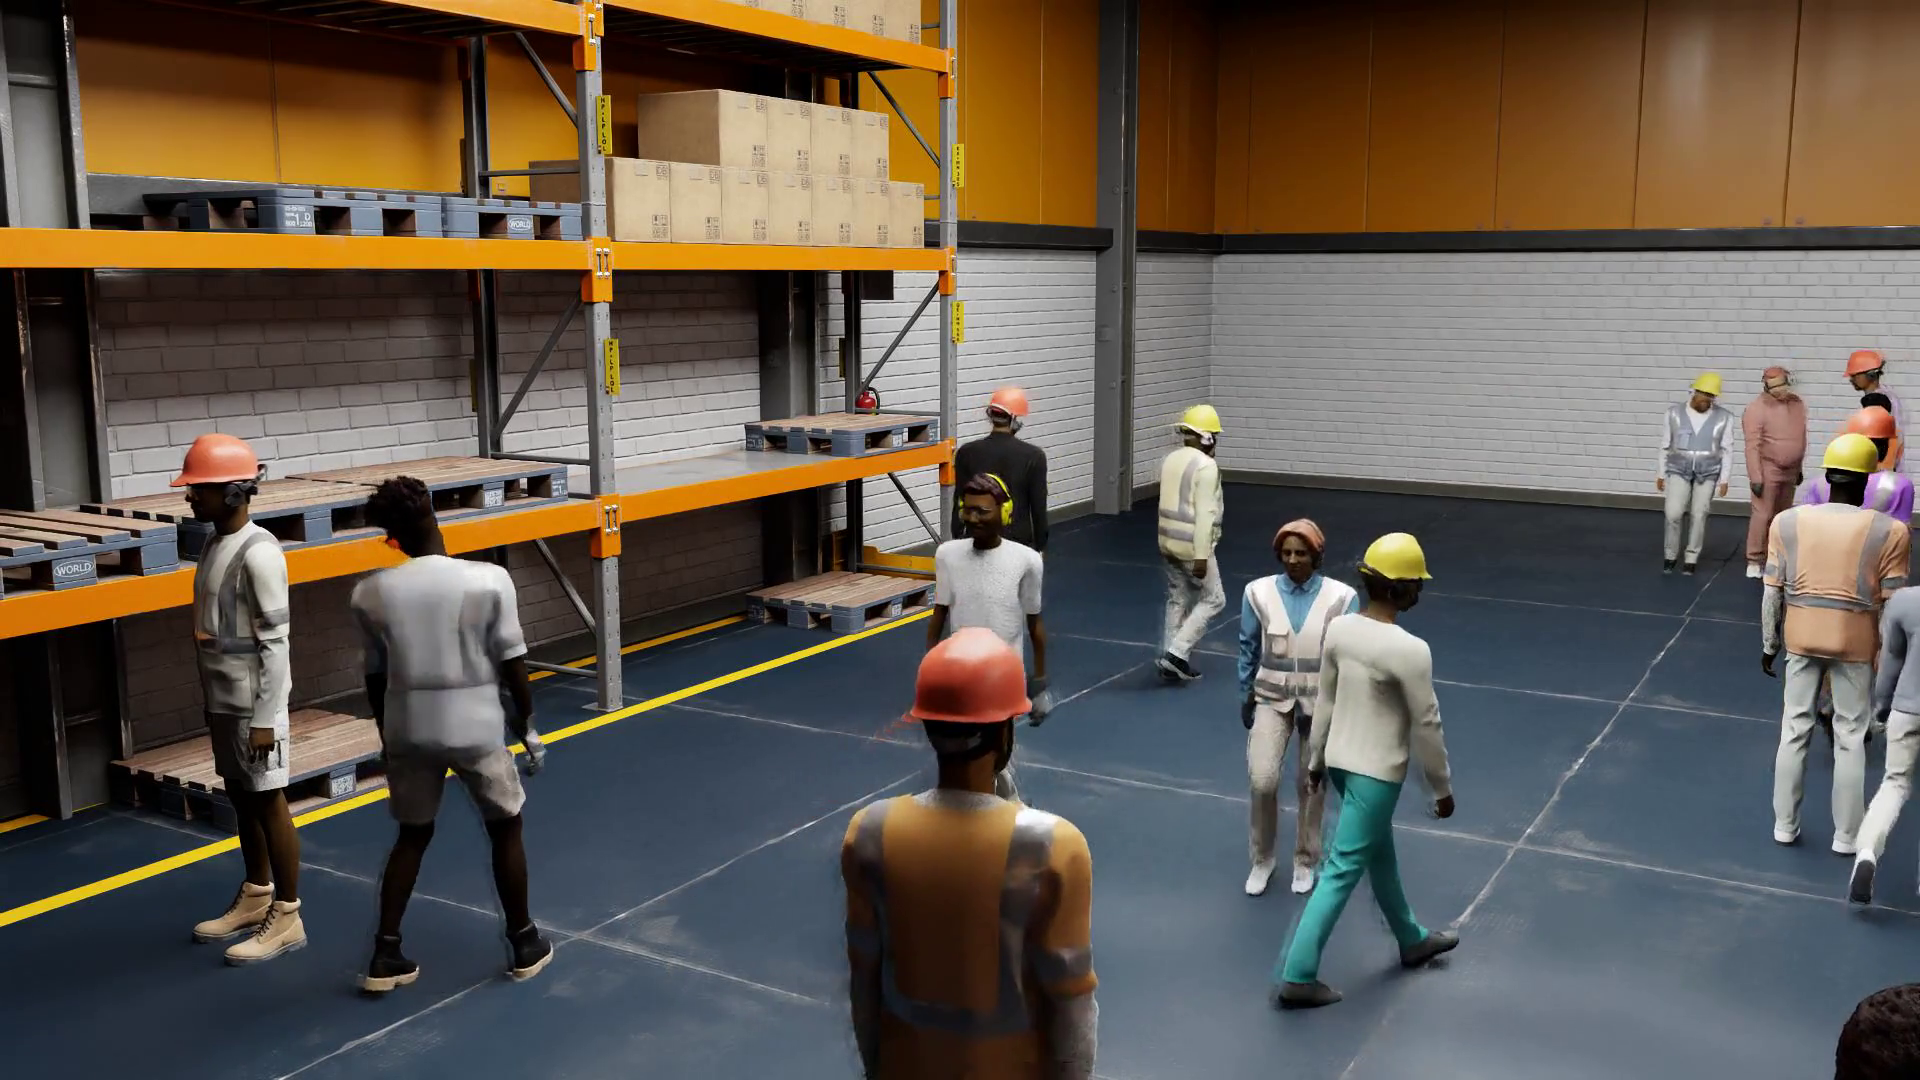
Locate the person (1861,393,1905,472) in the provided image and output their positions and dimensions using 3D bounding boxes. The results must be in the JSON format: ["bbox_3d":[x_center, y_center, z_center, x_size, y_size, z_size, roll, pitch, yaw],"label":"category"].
[{"bbox_3d":[7.328,-0.338,13.398,0.534,1.698,0.318,-4,10,-24],"label":"person"}]

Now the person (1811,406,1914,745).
[{"bbox_3d":[4.936,0.224,9.172,0.523,1.927,0.561,-6,11,-32],"label":"person"}]

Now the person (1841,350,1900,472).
[{"bbox_3d":[7.623,-0.598,14.054,0.777,2.000,0.634,5,10,27],"label":"person"}]

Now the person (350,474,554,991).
[{"bbox_3d":[-1.879,0.715,6.134,0.686,1.929,0.512,0,9,3],"label":"person"}]

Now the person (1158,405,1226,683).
[{"bbox_3d":[1.494,0.038,10.686,0.448,1.808,0.633,-4,10,-22],"label":"person"}]

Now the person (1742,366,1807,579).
[{"bbox_3d":[7.162,-0.589,14.481,0.820,1.864,0.395,-4,10,-25],"label":"person"}]

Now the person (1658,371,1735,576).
[{"bbox_3d":[6.386,-0.564,14.465,0.608,1.805,0.543,4,10,25],"label":"person"}]

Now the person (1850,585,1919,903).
[{"bbox_3d":[4.012,0.751,6.915,0.681,1.606,0.517,-7,11,-36],"label":"person"}]

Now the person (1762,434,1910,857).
[{"bbox_3d":[3.992,0.475,7.613,0.593,1.924,0.384,8,12,40],"label":"person"}]

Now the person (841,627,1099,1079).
[{"bbox_3d":[0.043,1.135,3.503,0.583,1.918,0.497,4,10,23],"label":"person"}]

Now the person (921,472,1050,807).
[{"bbox_3d":[0.123,0.592,7.238,0.538,1.830,0.967,4,10,26],"label":"person"}]

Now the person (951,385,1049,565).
[{"bbox_3d":[0.242,0.008,10.462,0.633,1.959,0.890,2,9,14],"label":"person"}]

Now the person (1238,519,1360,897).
[{"bbox_3d":[1.421,0.725,7.016,0.519,1.623,0.497,3,9,15],"label":"person"}]

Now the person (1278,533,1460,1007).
[{"bbox_3d":[1.528,0.828,6.066,0.916,1.716,0.544,-4,10,-22],"label":"person"}]

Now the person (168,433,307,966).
[{"bbox_3d":[-2.787,0.608,6.421,0.378,2.044,0.607,-8,12,-43],"label":"person"}]

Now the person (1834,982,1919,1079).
[{"bbox_3d":[0.973,1.400,1.885,0.391,1.913,0.587,7,12,38],"label":"person"}]
